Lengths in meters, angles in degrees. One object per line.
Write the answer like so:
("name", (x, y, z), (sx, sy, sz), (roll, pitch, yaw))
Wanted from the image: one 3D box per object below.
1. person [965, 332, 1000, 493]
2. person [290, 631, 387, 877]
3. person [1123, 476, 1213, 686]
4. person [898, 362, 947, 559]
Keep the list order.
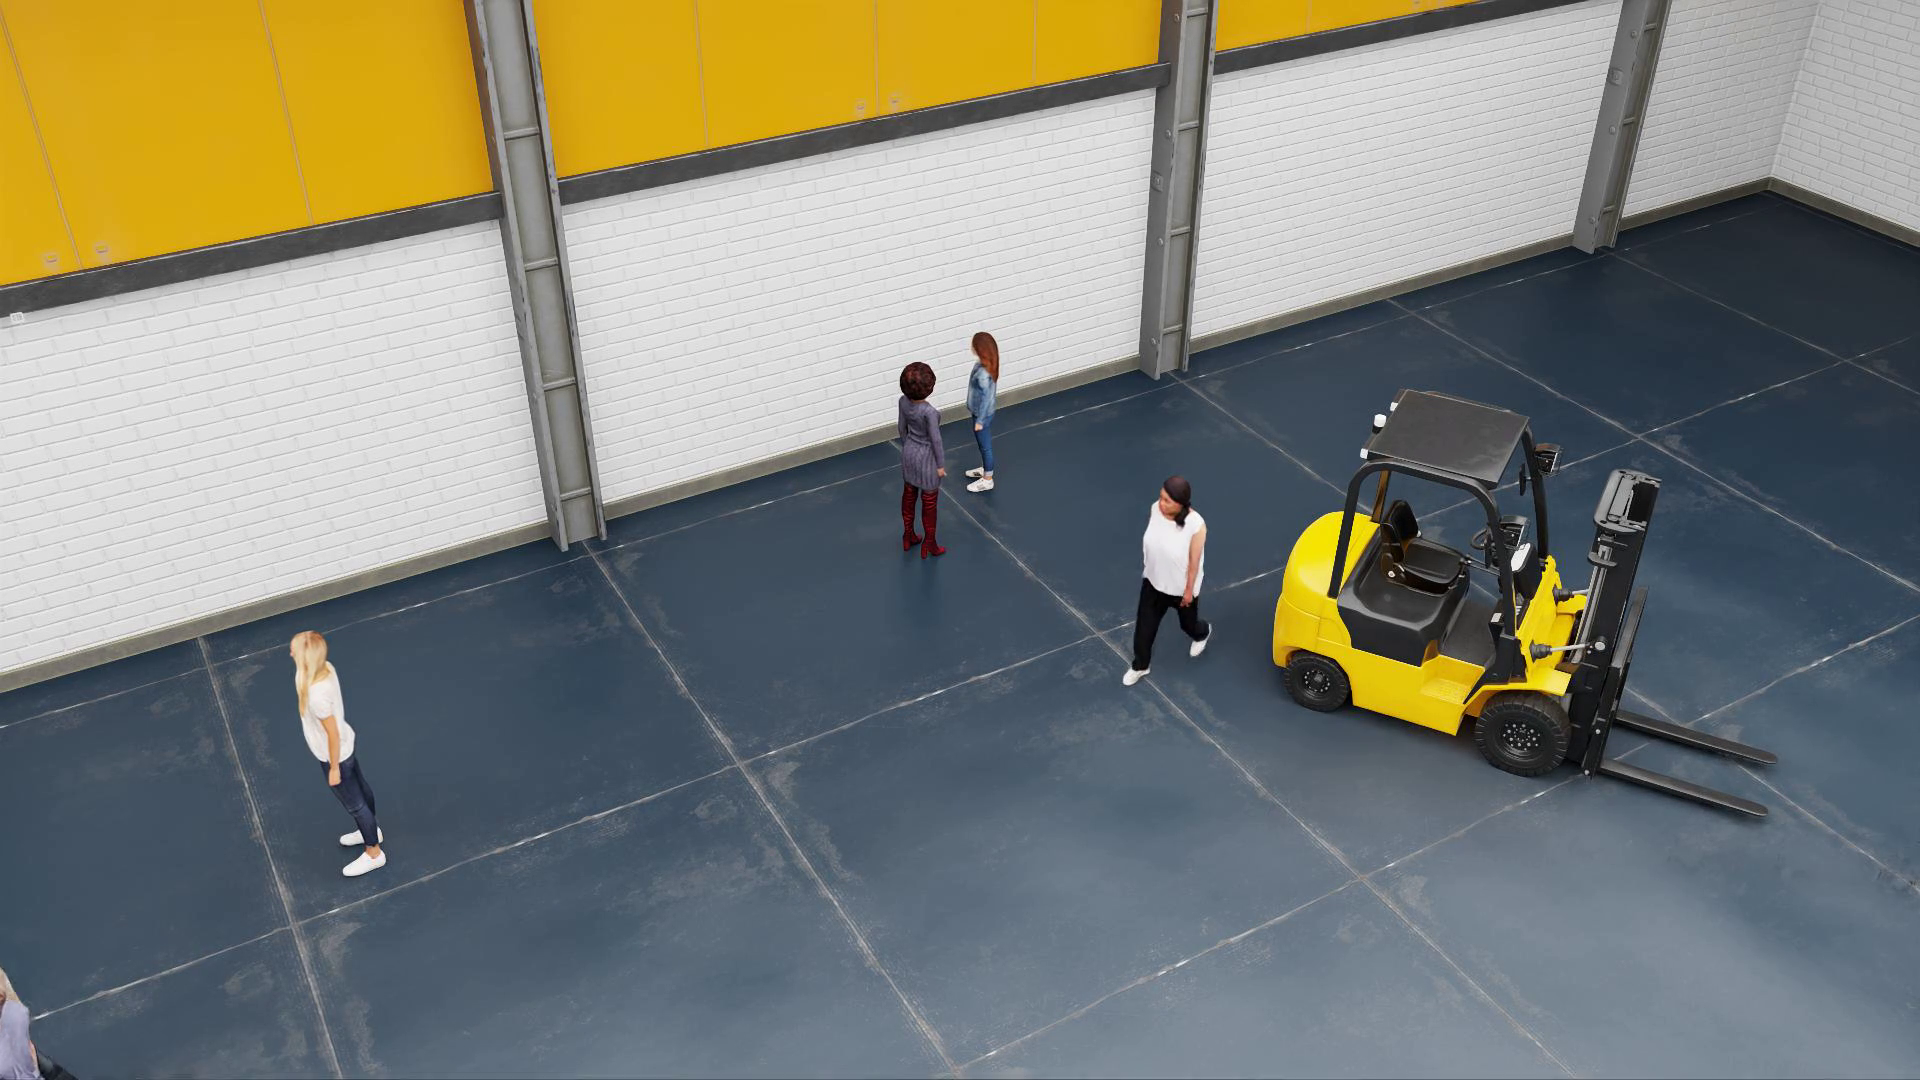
("person", (0.203, -1.113, 14.218), (0.652, 1.478, 0.640), (0, 34, 1))
("person", (-3.846, 1.300, 10.290), (0.580, 1.809, 0.637), (-10, 35, -15))
("person", (1.574, 0.265, 11.981), (0.841, 1.661, 1.122), (27, 42, 35))
("person", (-0.318, -0.636, 13.291), (0.635, 1.710, 0.609), (27, 42, 35))
